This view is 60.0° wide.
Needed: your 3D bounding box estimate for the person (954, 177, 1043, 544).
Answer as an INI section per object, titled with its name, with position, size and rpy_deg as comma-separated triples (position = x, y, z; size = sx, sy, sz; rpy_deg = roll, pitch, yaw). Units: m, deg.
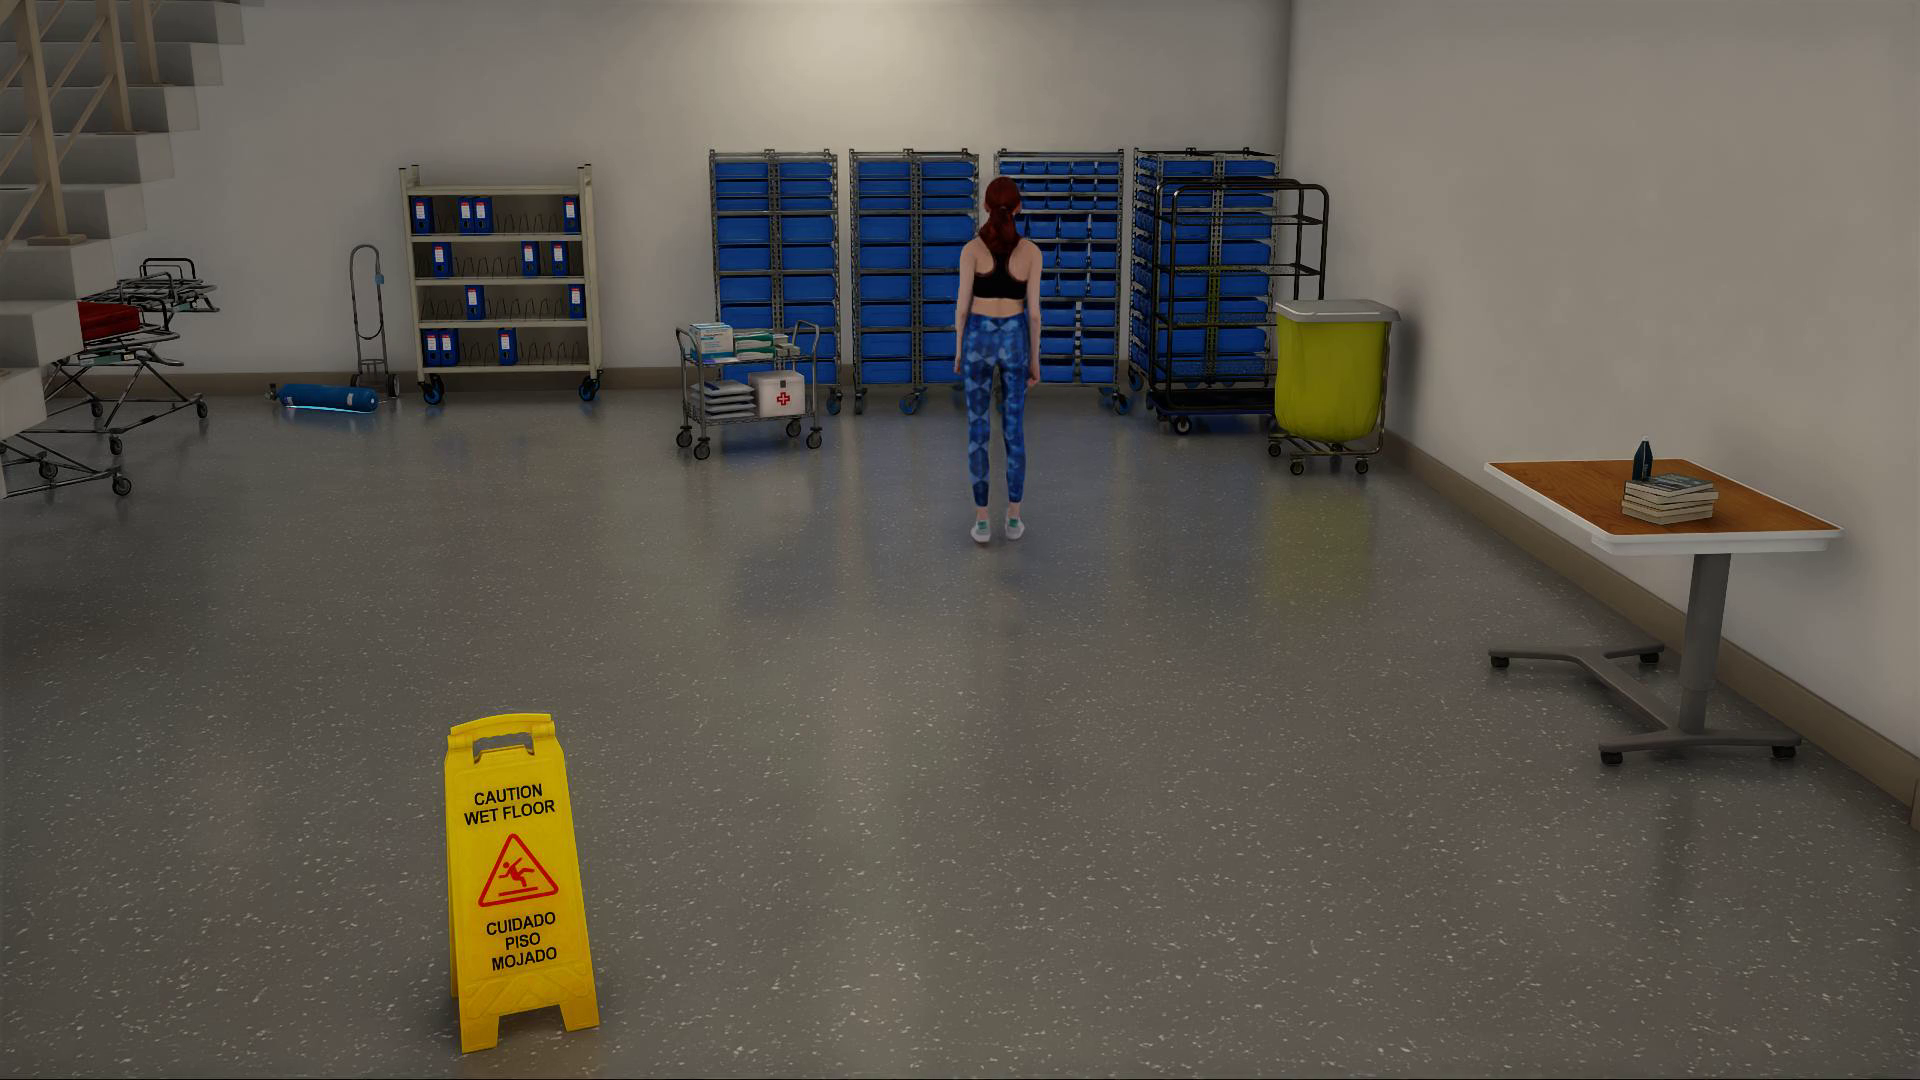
[person]
position = 0.162, -0.857, 8.110
size = 0.557, 1.781, 0.607
rpy_deg = -1, 16, -4
